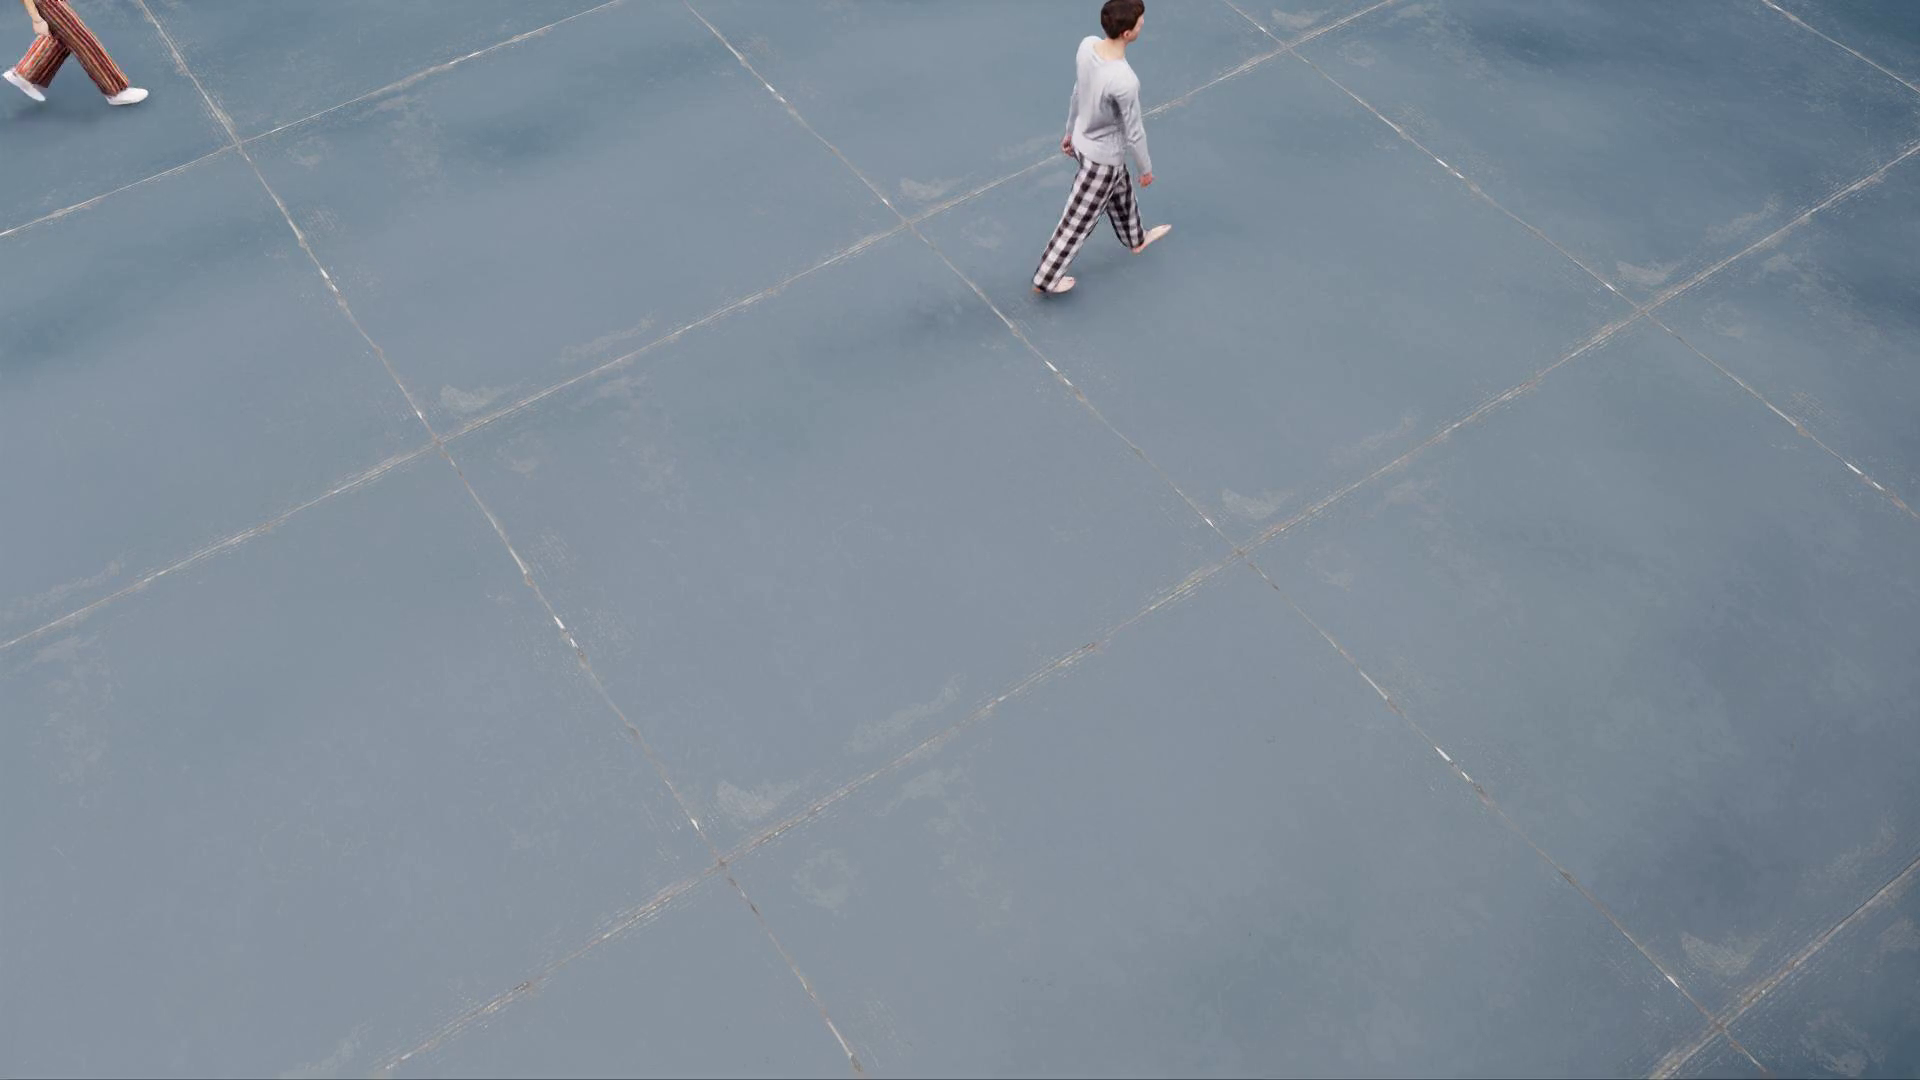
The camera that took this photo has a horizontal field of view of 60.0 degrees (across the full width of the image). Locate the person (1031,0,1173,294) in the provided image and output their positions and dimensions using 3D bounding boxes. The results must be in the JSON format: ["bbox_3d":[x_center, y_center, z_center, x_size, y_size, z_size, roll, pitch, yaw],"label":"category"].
[{"bbox_3d":[0.667,-2.021,8.839,0.867,1.799,1.153,-19,55,-14],"label":"person"}]

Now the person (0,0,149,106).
[{"bbox_3d":[-5.549,-3.231,9.939,0.919,1.542,1.033,-6,52,-4],"label":"person"}]
